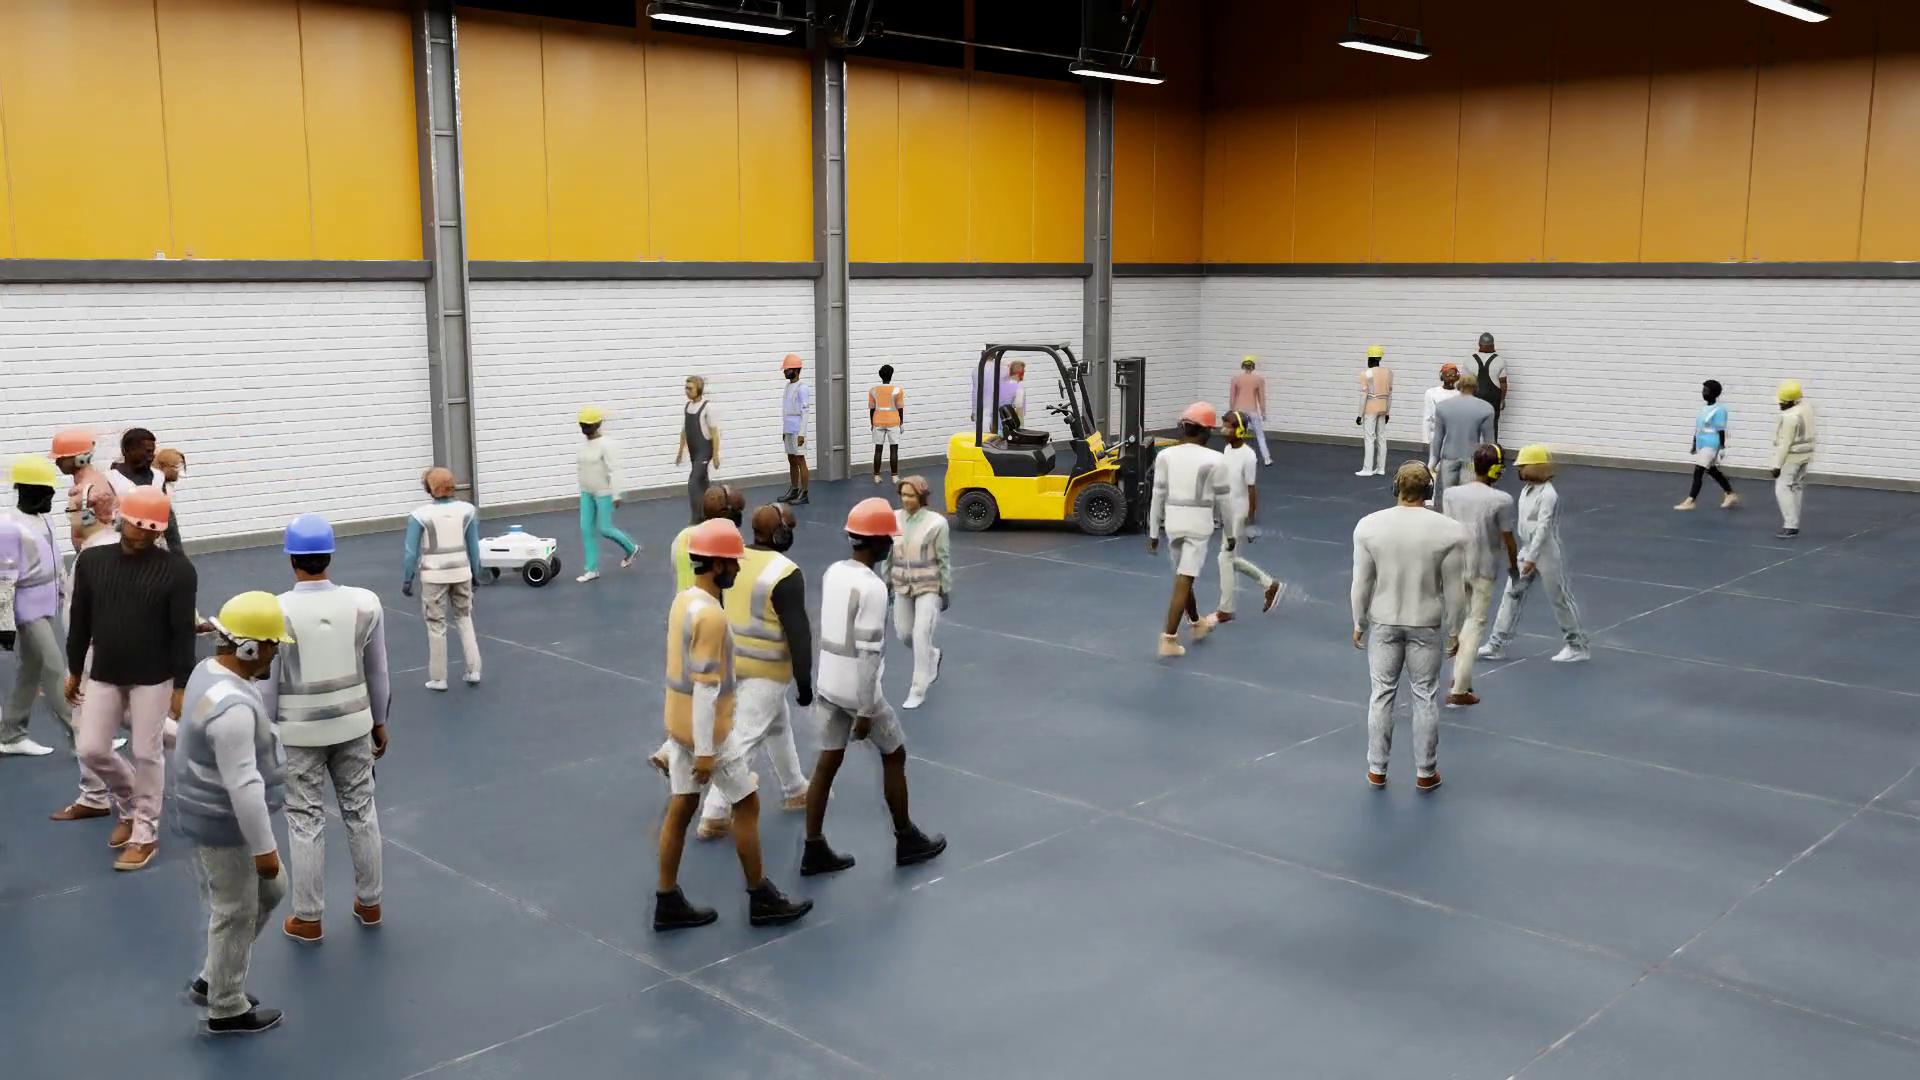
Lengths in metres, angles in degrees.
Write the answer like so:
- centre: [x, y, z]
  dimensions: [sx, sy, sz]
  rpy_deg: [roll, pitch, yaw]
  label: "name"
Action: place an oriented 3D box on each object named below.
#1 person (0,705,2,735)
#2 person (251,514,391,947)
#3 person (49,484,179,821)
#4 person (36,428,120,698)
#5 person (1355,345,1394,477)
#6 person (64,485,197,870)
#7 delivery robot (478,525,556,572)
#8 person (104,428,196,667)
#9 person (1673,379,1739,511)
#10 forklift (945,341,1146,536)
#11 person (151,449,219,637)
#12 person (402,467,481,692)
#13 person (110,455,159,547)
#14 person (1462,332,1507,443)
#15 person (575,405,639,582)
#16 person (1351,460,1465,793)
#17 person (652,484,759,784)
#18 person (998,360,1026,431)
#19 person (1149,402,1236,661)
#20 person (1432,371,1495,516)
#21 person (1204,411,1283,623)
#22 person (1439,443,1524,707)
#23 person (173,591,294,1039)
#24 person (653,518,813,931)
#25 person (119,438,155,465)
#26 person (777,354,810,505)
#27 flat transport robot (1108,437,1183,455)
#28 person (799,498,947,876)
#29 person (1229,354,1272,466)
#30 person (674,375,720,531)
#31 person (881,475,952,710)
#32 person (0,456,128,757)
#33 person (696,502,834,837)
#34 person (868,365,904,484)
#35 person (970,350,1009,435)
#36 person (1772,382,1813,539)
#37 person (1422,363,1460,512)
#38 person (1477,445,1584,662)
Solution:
- centre: [-4.618, 0.858, 7.436]
  dimensions: [0.626, 1.961, 0.686]
  rpy_deg: [-2, 10, -14]
  label: "person"
- centre: [-2.878, 0.849, 7.503]
  dimensions: [0.615, 1.946, 0.391]
  rpy_deg: [-8, 12, -39]
  label: "person"
- centre: [-4.623, 0.610, 9.218]
  dimensions: [0.807, 1.879, 0.648]
  rpy_deg: [-2, 10, -13]
  label: "person"
- centre: [-6.000, 0.161, 11.785]
  dimensions: [1.023, 1.941, 0.665]
  rpy_deg: [-4, 10, -25]
  label: "person"
- centre: [6.056, -1.889, 24.341]
  dimensions: [0.590, 1.930, 0.359]
  rpy_deg: [-5, 10, -27]
  label: "person"
- centre: [-4.191, 0.690, 8.463]
  dimensions: [0.669, 1.966, 0.486]
  rpy_deg: [0, 9, 0]
  label: "person"
- centre: [-4.273, 0.102, 16.035]
  dimensions: [0.707, 0.478, 0.477]
  rpy_deg: [0, 9, -1]
  label: "delivery robot"
- centre: [-5.981, 0.115, 12.254]
  dimensions: [0.955, 1.867, 0.591]
  rpy_deg: [2, 9, 12]
  label: "person"
- centre: [9.461, -1.193, 20.905]
  dimensions: [0.865, 1.663, 0.534]
  rpy_deg: [0, 9, -2]
  label: "person"
- centre: [0.977, -1.223, 19.452]
  dimensions: [2.313, 2.155, 1.214]
  rpy_deg: [2, 9, 11]
  label: "forklift"
- centre: [-6.427, 0.053, 13.472]
  dimensions: [0.846, 1.586, 0.520]
  rpy_deg: [-3, 10, -19]
  label: "person"
- centre: [-3.704, 0.287, 11.909]
  dimensions: [0.543, 1.632, 0.367]
  rpy_deg: [-8, 12, -42]
  label: "person"
- centre: [-6.385, 0.136, 12.870]
  dimensions: [0.555, 1.613, 0.344]
  rpy_deg: [7, 11, 36]
  label: "person"
- centre: [8.293, -2.263, 26.302]
  dimensions: [0.688, 2.000, 0.539]
  rpy_deg: [4, 10, 23]
  label: "person"
- centre: [-3.481, -0.476, 16.274]
  dimensions: [0.529, 1.734, 0.661]
  rpy_deg: [6, 11, 33]
  label: "person"
- centre: [2.591, 0.502, 9.656]
  dimensions: [0.635, 1.937, 0.353]
  rpy_deg: [3, 10, 18]
  label: "person"
- centre: [-1.413, 0.589, 9.487]
  dimensions: [0.640, 1.820, 0.553]
  rpy_deg: [9, 13, 44]
  label: "person"
- centre: [0.708, -1.476, 22.146]
  dimensions: [0.450, 1.822, 0.612]
  rpy_deg: [-4, 10, -21]
  label: "person"
- centre: [1.869, -0.087, 13.106]
  dimensions: [0.618, 1.986, 1.035]
  rpy_deg: [8, 12, 39]
  label: "person"
- centre: [5.516, -0.885, 18.216]
  dimensions: [0.652, 1.921, 0.465]
  rpy_deg: [4, 10, 25]
  label: "person"
- centre: [2.427, -0.201, 14.267]
  dimensions: [0.706, 1.840, 0.513]
  rpy_deg: [-2, 9, -11]
  label: "person"
- centre: [3.626, 0.245, 11.536]
  dimensions: [0.581, 1.845, 0.510]
  rpy_deg: [-7, 11, -36]
  label: "person"
- centre: [-2.811, 1.086, 6.500]
  dimensions: [0.453, 1.801, 0.626]
  rpy_deg: [-5, 10, -28]
  label: "person"
- centre: [-1.054, 0.851, 7.636]
  dimensions: [0.851, 1.899, 0.572]
  rpy_deg: [-4, 10, -24]
  label: "person"
- centre: [-7.055, -0.116, 14.433]
  dimensions: [0.311, 1.624, 0.493]
  rpy_deg: [-2, 9, -11]
  label: "person"
- centre: [-2.146, -1.422, 21.457]
  dimensions: [0.358, 1.938, 0.545]
  rpy_deg: [-6, 11, -33]
  label: "person"
- centre: [3.069, -1.527, 27.196]
  dimensions: [0.652, 0.197, 1.431]
  rpy_deg: [7, 12, 38]
  label: "flat transport robot"
- centre: [-0.439, 0.732, 8.377]
  dimensions: [0.884, 1.898, 0.565]
  rpy_deg: [-7, 11, -36]
  label: "person"
- centre: [4.454, -1.975, 25.501]
  dimensions: [0.672, 1.734, 0.462]
  rpy_deg: [1, 9, 6]
  label: "person"
- centre: [-3.053, -0.966, 19.014]
  dimensions: [0.720, 1.818, 0.504]
  rpy_deg: [-8, 12, -39]
  label: "person"
- centre: [-0.267, 0.330, 11.667]
  dimensions: [0.533, 1.619, 0.641]
  rpy_deg: [5, 10, 26]
  label: "person"
- centre: [-5.613, 0.424, 10.266]
  dimensions: [0.813, 1.888, 0.611]
  rpy_deg: [-1, 9, -8]
  label: "person"
- centre: [-1.087, 0.692, 8.993]
  dimensions: [0.937, 1.791, 0.656]
  rpy_deg: [-8, 12, -40]
  label: "person"
- centre: [-1.037, -1.628, 23.491]
  dimensions: [0.530, 1.689, 0.321]
  rpy_deg: [3, 10, 17]
  label: "person"
- centre: [0.428, -1.922, 24.522]
  dimensions: [0.636, 1.939, 0.363]
  rpy_deg: [-6, 11, -33]
  label: "person"
- centre: [9.402, -0.905, 18.817]
  dimensions: [0.652, 1.780, 0.406]
  rpy_deg: [-9, 13, -44]
  label: "person"
- centre: [5.979, -1.235, 20.478]
  dimensions: [0.585, 1.882, 0.337]
  rpy_deg: [-1, 9, -5]
  label: "person"
- centre: [4.438, 0.112, 12.801]
  dimensions: [0.877, 1.693, 0.495]
  rpy_deg: [-2, 9, -11]
  label: "person"
